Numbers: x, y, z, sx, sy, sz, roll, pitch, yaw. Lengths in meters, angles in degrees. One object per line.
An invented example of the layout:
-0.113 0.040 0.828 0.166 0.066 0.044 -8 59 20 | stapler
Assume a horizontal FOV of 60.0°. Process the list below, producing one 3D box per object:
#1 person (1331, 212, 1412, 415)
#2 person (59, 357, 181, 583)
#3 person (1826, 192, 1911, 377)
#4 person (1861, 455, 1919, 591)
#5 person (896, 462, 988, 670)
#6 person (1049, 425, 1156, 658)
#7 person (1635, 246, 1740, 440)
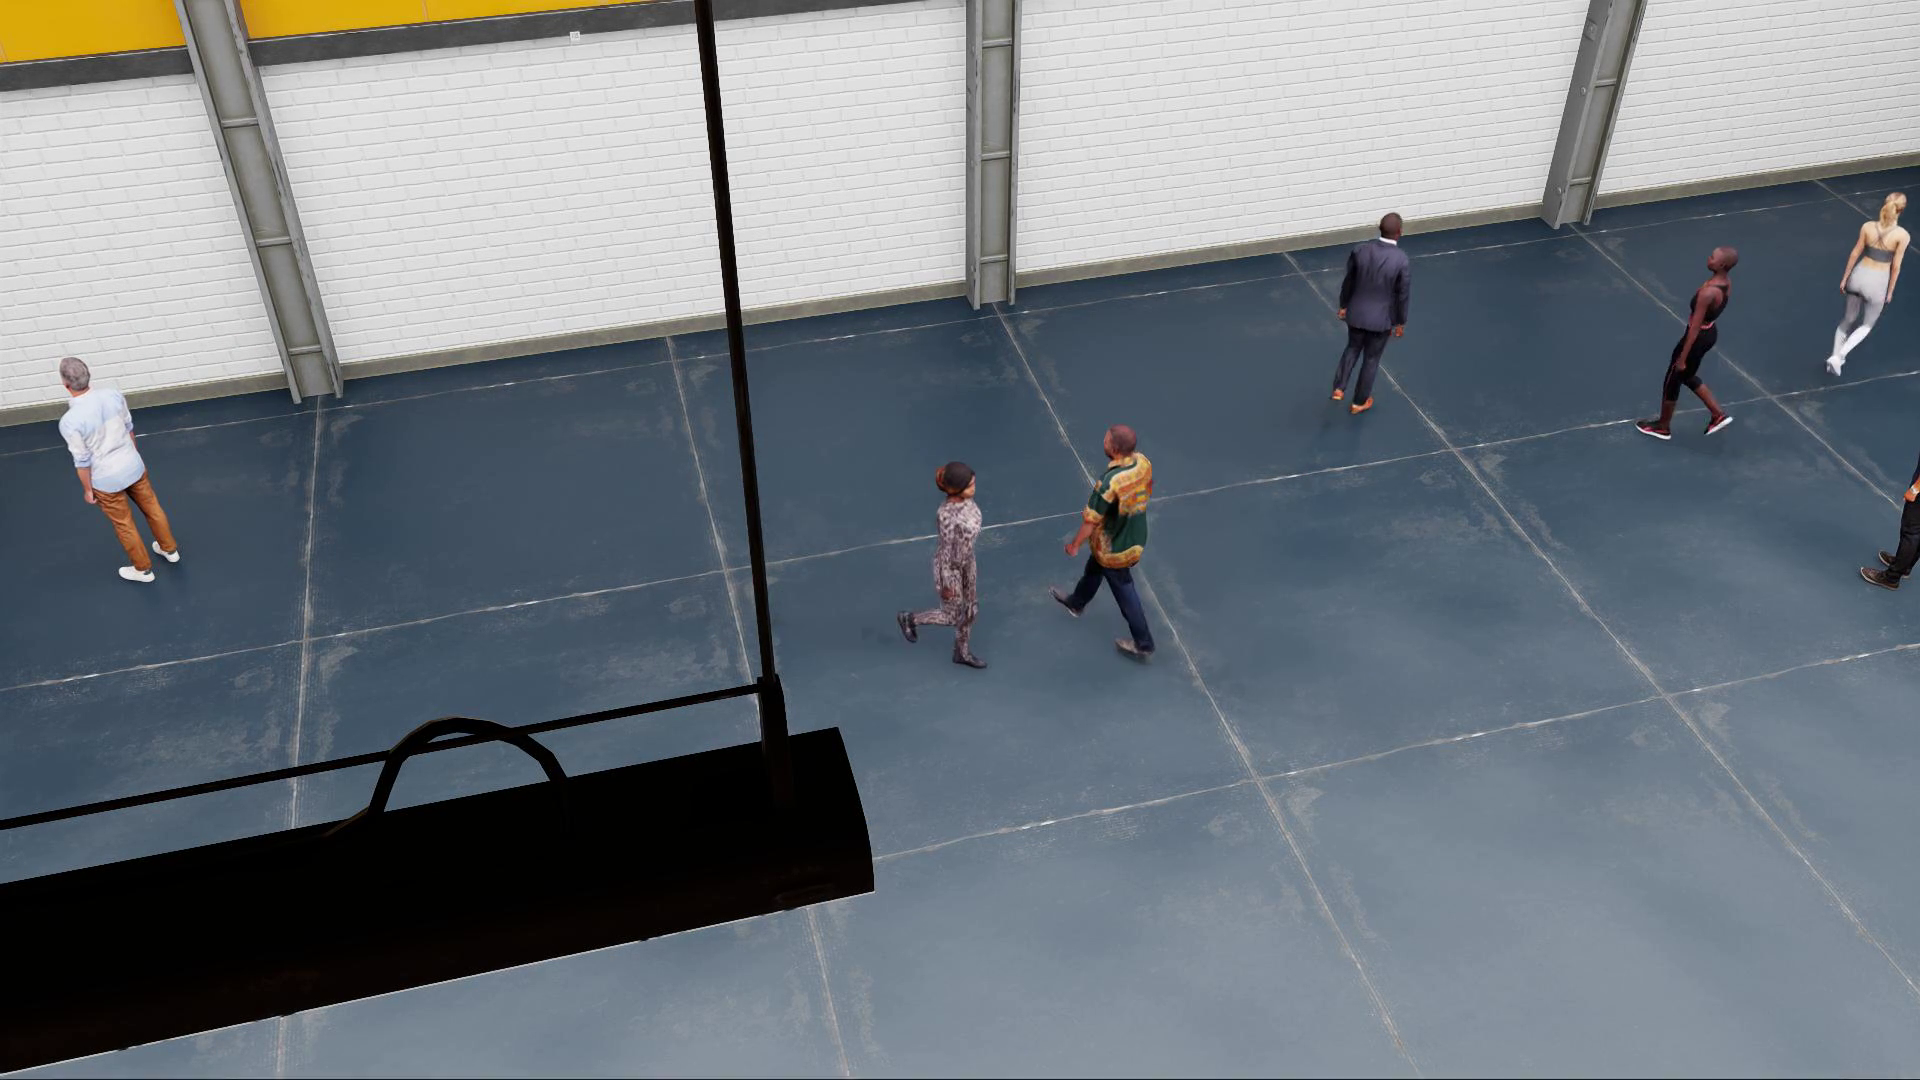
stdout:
3.291 -1.777 13.461 0.850 1.813 0.880 29 47 31 | person
-6.026 -0.506 11.858 0.808 1.827 0.764 18 42 21 | person
7.583 -2.098 13.959 0.900 1.693 0.782 -30 48 -32 | person
6.903 -0.424 11.782 0.622 1.793 0.772 -28 46 -30 | person
-0.108 0.169 11.116 0.986 1.699 0.903 17 42 20 | person
1.117 0.057 11.211 1.213 1.756 1.200 23 44 26 | person
5.925 -1.504 13.176 0.956 1.743 0.952 26 46 29 | person
